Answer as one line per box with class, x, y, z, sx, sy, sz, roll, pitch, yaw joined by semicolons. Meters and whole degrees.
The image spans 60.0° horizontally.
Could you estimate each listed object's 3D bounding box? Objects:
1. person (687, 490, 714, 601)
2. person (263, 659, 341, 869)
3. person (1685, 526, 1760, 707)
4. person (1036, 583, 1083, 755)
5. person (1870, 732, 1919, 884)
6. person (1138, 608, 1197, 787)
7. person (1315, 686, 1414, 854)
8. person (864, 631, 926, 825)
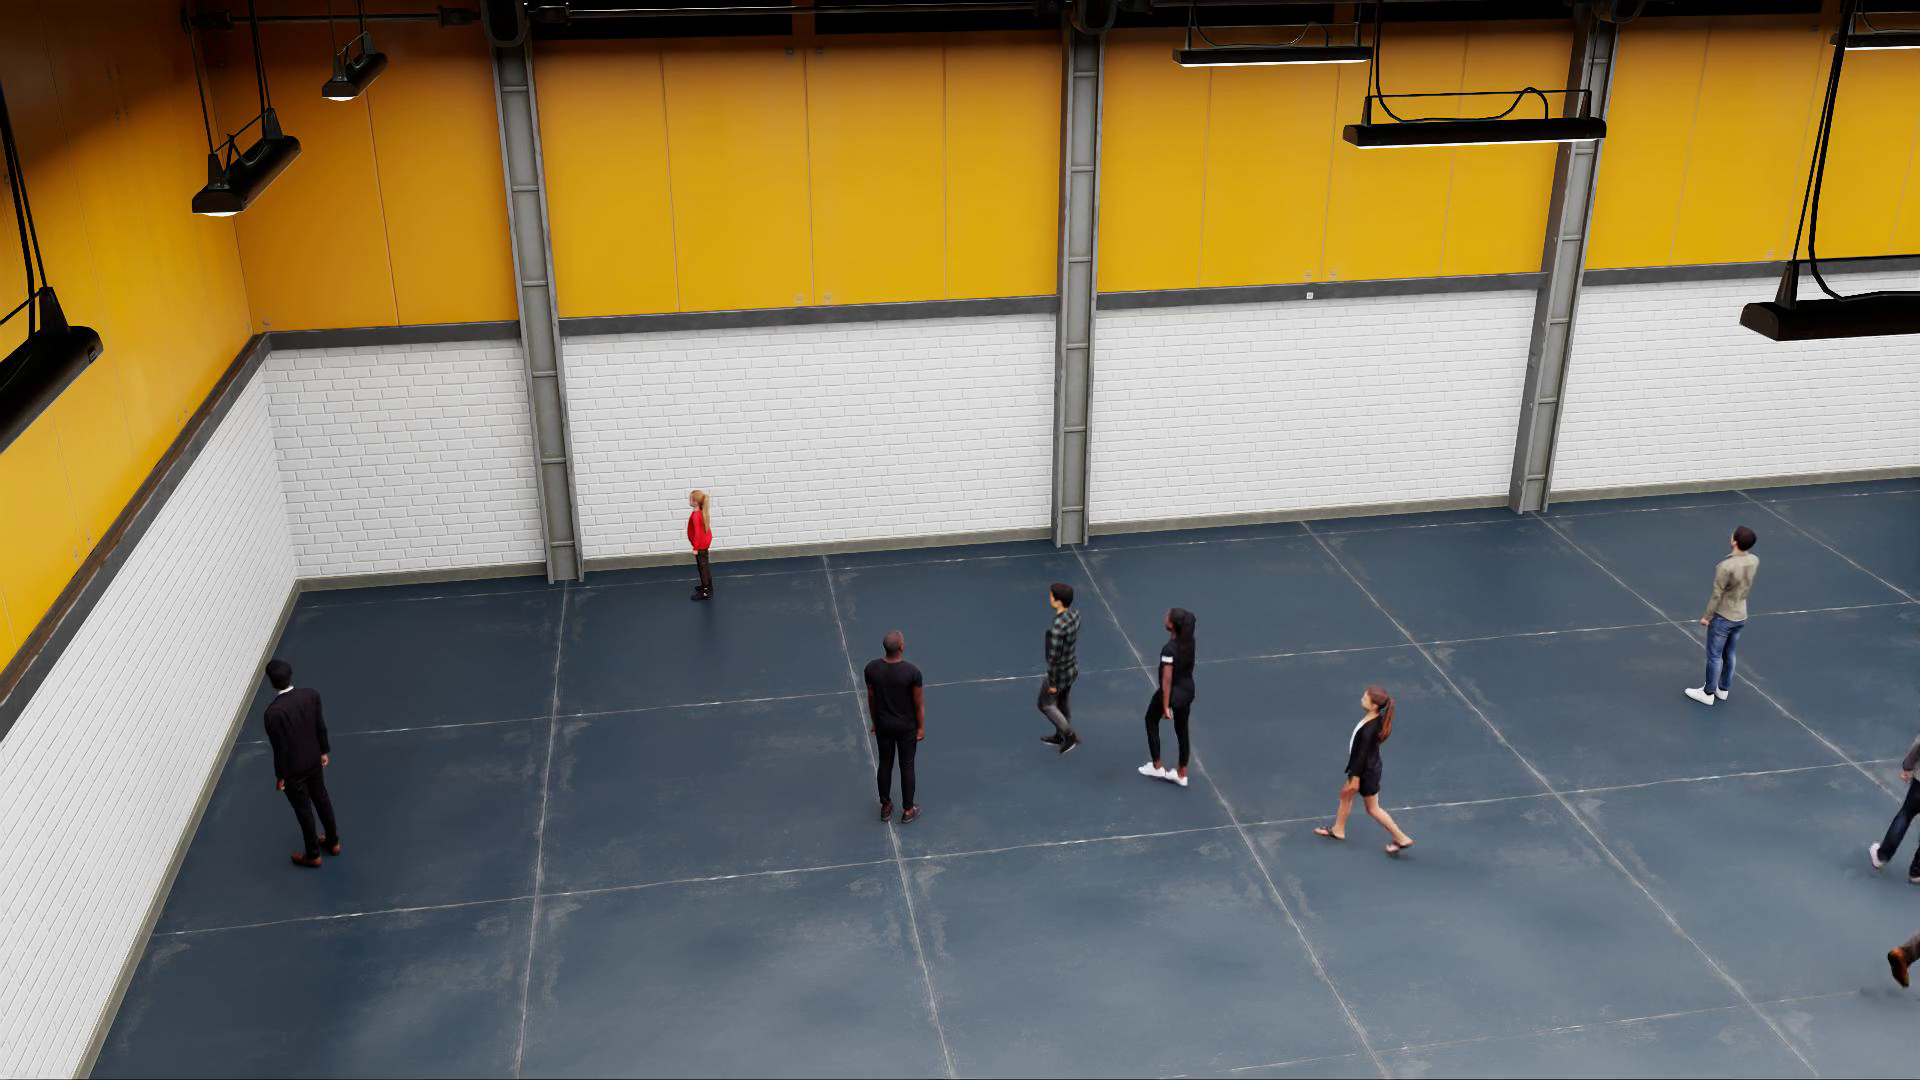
person;-2.907;0.040;18.615;0.550;1.281;0.544;2;24;4
person;-5.457;1.837;13.759;0.788;1.877;0.769;12;26;25
person;7.524;0.739;16.287;0.644;1.865;0.826;-12;26;-25
person;0.977;1.182;15.158;0.895;1.704;0.861;13;27;27
person;7.935;1.966;13.517;0.933;1.834;0.906;16;28;32
person;1.997;1.428;14.894;0.775;1.717;0.828;-22;32;-40
person;3.481;1.949;13.943;1.105;1.525;0.919;10;25;21
person;-0.554;1.607;14.356;0.659;1.820;0.805;6;24;14
